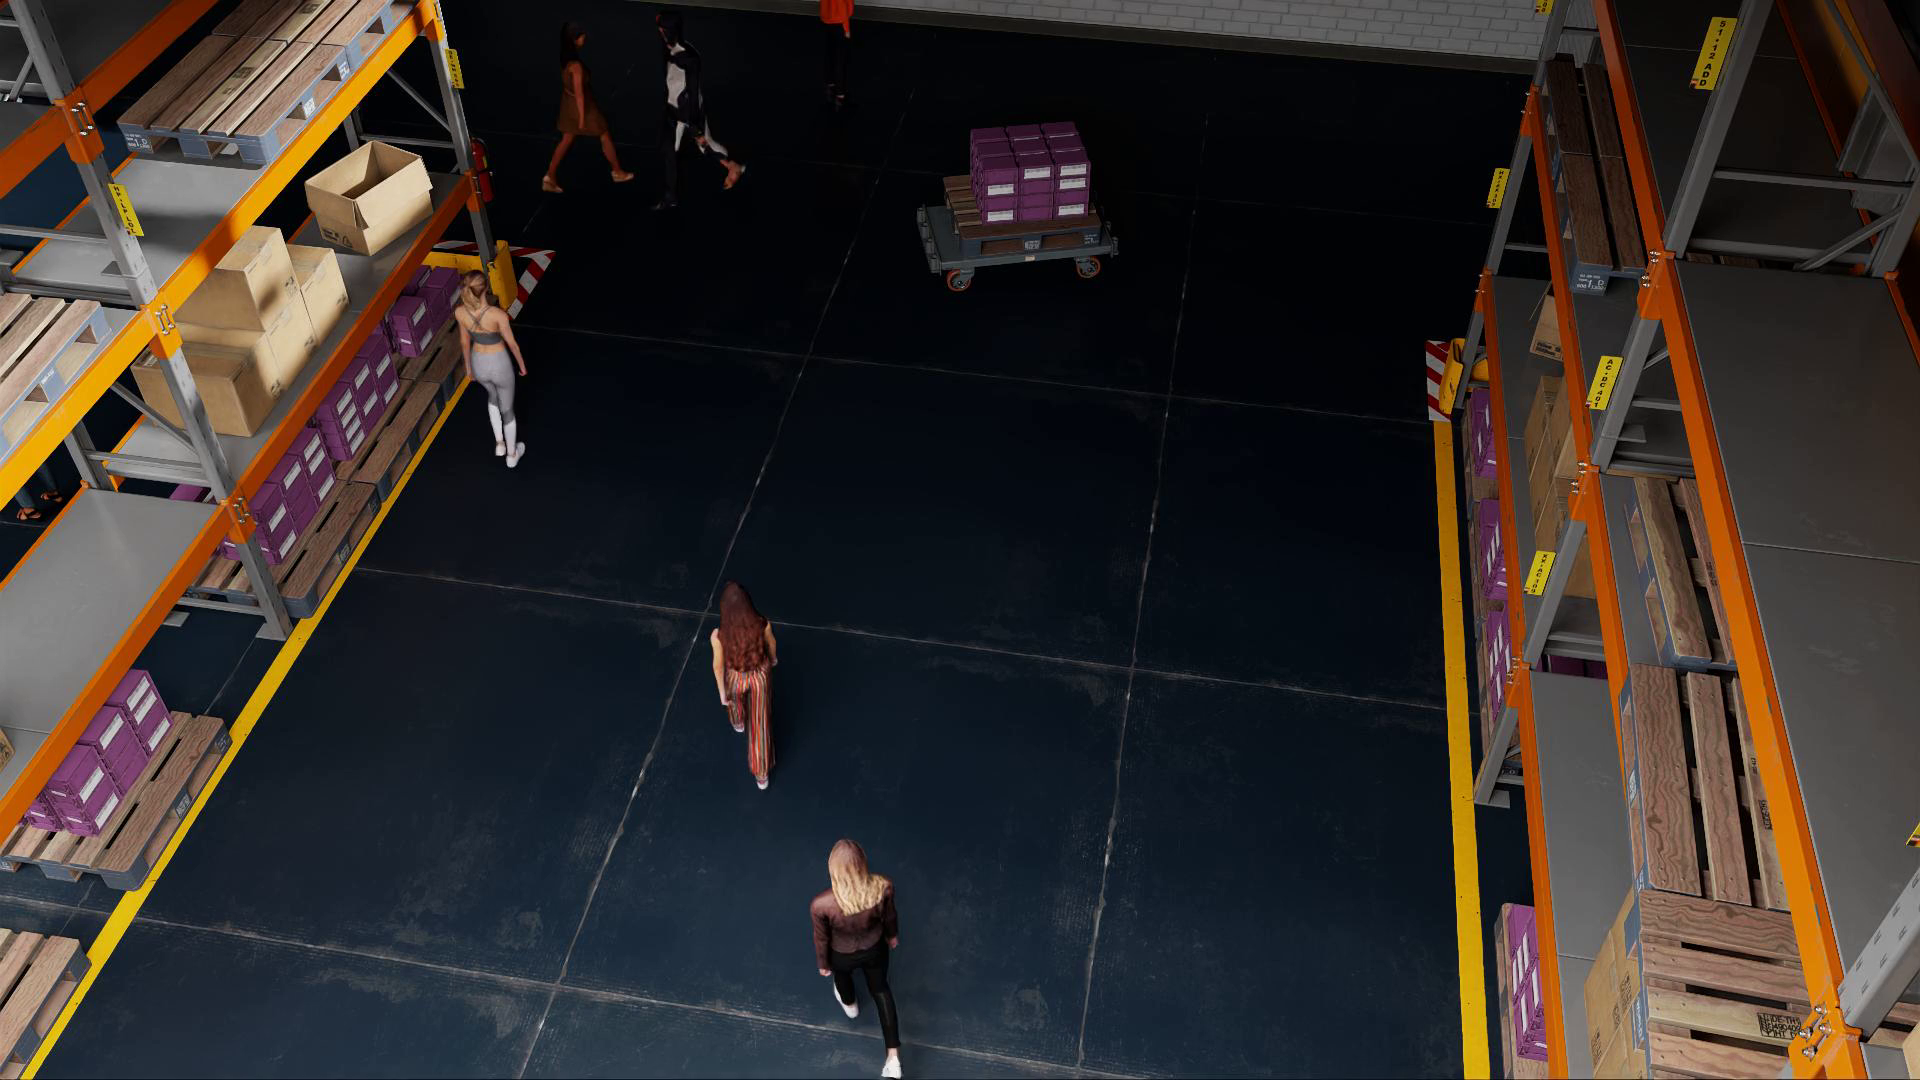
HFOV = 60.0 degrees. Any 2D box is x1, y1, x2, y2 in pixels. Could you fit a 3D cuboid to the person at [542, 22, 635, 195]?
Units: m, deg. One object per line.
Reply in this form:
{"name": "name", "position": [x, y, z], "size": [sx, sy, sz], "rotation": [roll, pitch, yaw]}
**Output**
{"name": "person", "position": [-3.526, -3.851, 15.043], "size": [1.068, 1.641, 1.064], "rotation": [-22, 48, -22]}

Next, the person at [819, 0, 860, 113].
{"name": "person", "position": [-1.219, -5.040, 16.211], "size": [0.765, 1.750, 0.674], "rotation": [-18, 46, -18]}

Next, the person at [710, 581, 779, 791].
{"name": "person", "position": [-1.272, 0.910, 10.126], "size": [0.800, 1.528, 1.039], "rotation": [-8, 44, -9]}

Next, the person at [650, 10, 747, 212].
{"name": "person", "position": [-2.356, -3.867, 14.909], "size": [1.316, 1.847, 1.180], "rotation": [-31, 52, -28]}

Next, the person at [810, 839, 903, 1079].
{"name": "person", "position": [-0.516, 2.192, 8.669], "size": [0.963, 1.682, 1.140], "rotation": [-15, 46, -15]}

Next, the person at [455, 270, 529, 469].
{"name": "person", "position": [-3.461, -1.202, 12.225], "size": [0.580, 1.691, 0.579], "rotation": [5, 44, 6]}
